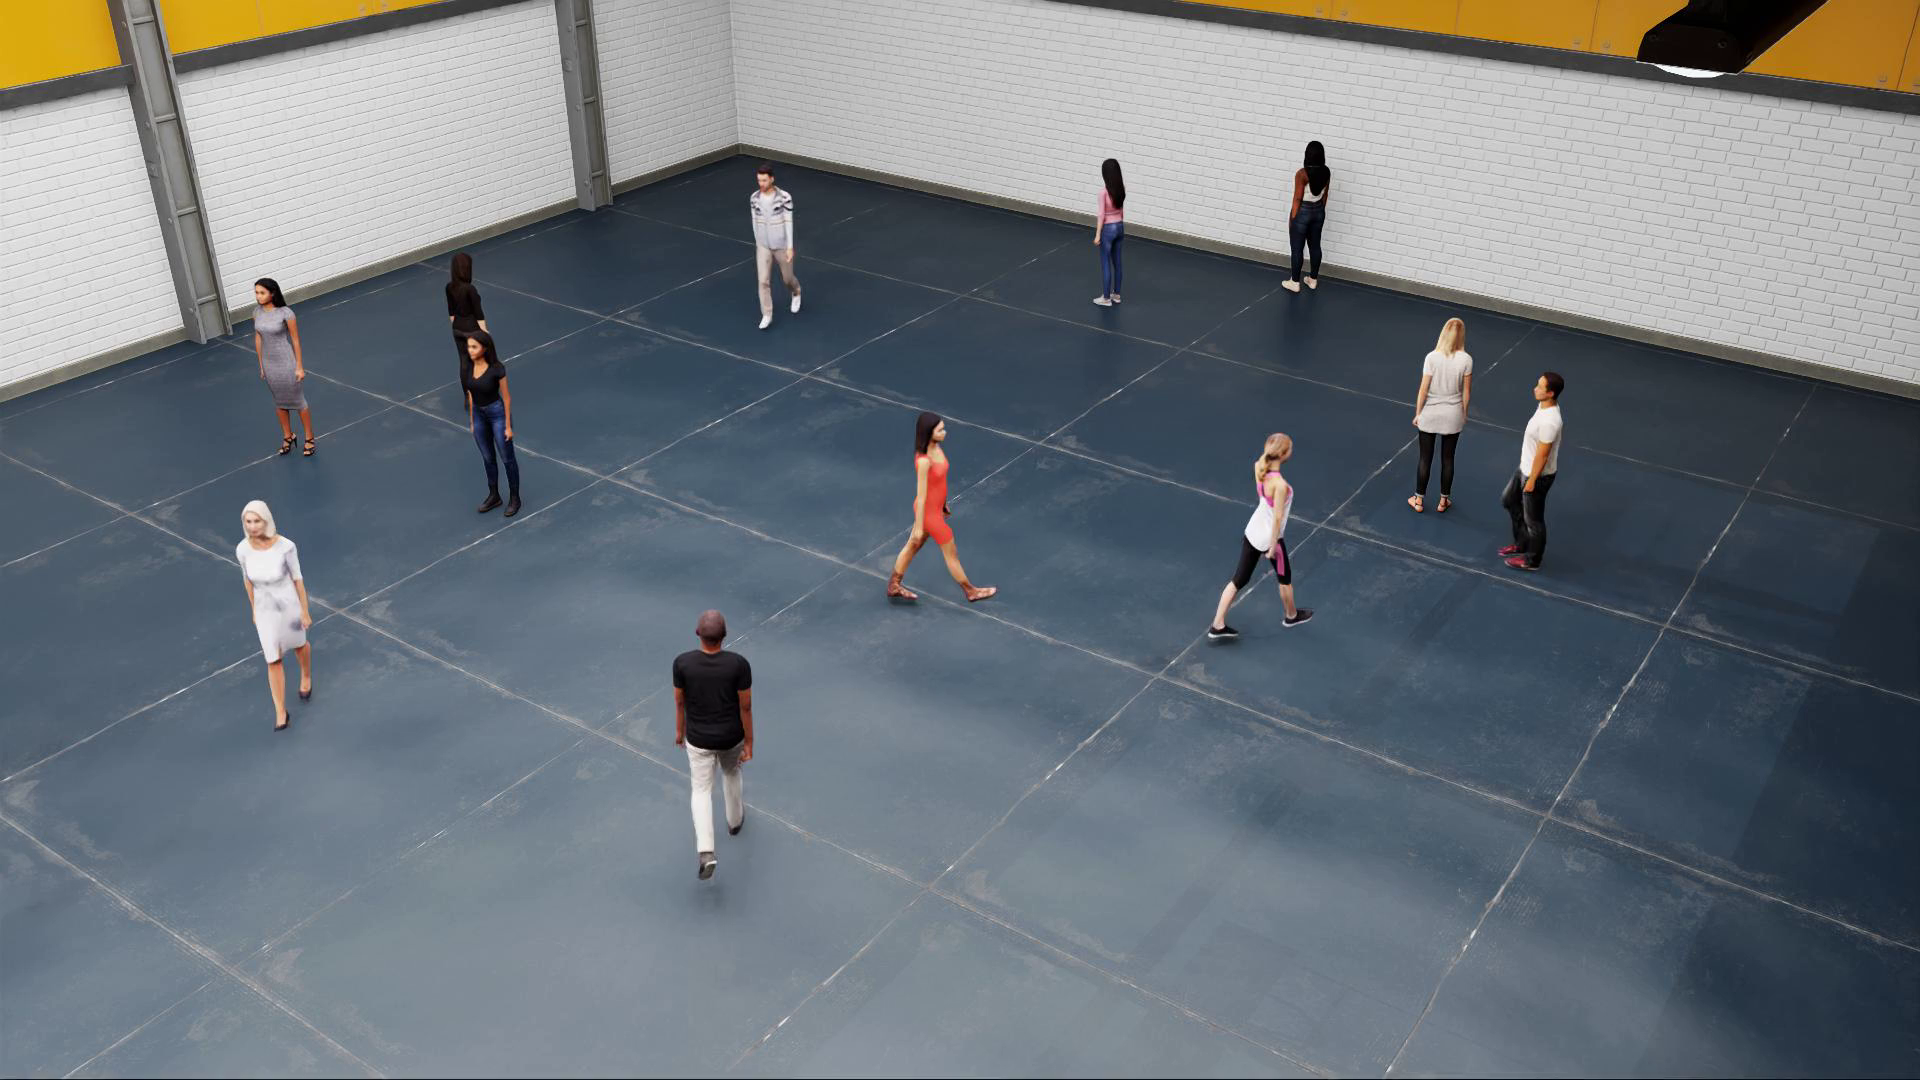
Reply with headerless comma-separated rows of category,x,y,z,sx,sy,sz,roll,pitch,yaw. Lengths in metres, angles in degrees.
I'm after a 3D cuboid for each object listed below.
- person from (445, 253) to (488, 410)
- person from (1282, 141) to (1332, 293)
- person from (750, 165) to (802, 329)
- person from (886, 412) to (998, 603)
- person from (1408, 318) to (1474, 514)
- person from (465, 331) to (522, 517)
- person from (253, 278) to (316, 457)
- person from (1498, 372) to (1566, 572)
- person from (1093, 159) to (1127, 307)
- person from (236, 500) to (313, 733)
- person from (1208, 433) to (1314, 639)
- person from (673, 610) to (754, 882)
person,-4.965,-2.092,16.793,0.618,1.640,0.559,12,31,21
person,4.171,-3.845,19.895,0.711,1.747,0.803,-11,31,-20
person,-2.081,-3.396,18.968,0.968,1.846,1.204,5,29,9
person,-0.322,-0.209,13.315,1.052,1.664,1.159,2,29,4
person,4.276,-1.099,14.779,0.694,1.825,0.693,3,29,5
person,-4.155,-1.053,14.786,0.619,1.738,0.613,10,30,18
person,-6.445,-1.645,15.827,0.665,1.781,0.658,5,29,9
person,4.886,-0.558,13.816,0.825,1.797,0.707,6,29,10
person,1.769,-3.607,19.464,0.534,1.741,0.686,-21,35,-34
person,-4.898,0.470,12.025,1.022,1.708,1.073,-6,29,-10
person,2.262,0.015,12.830,1.227,1.737,0.987,-12,31,-22
person,-1.551,1.292,10.445,1.116,1.778,1.205,-3,29,-5
